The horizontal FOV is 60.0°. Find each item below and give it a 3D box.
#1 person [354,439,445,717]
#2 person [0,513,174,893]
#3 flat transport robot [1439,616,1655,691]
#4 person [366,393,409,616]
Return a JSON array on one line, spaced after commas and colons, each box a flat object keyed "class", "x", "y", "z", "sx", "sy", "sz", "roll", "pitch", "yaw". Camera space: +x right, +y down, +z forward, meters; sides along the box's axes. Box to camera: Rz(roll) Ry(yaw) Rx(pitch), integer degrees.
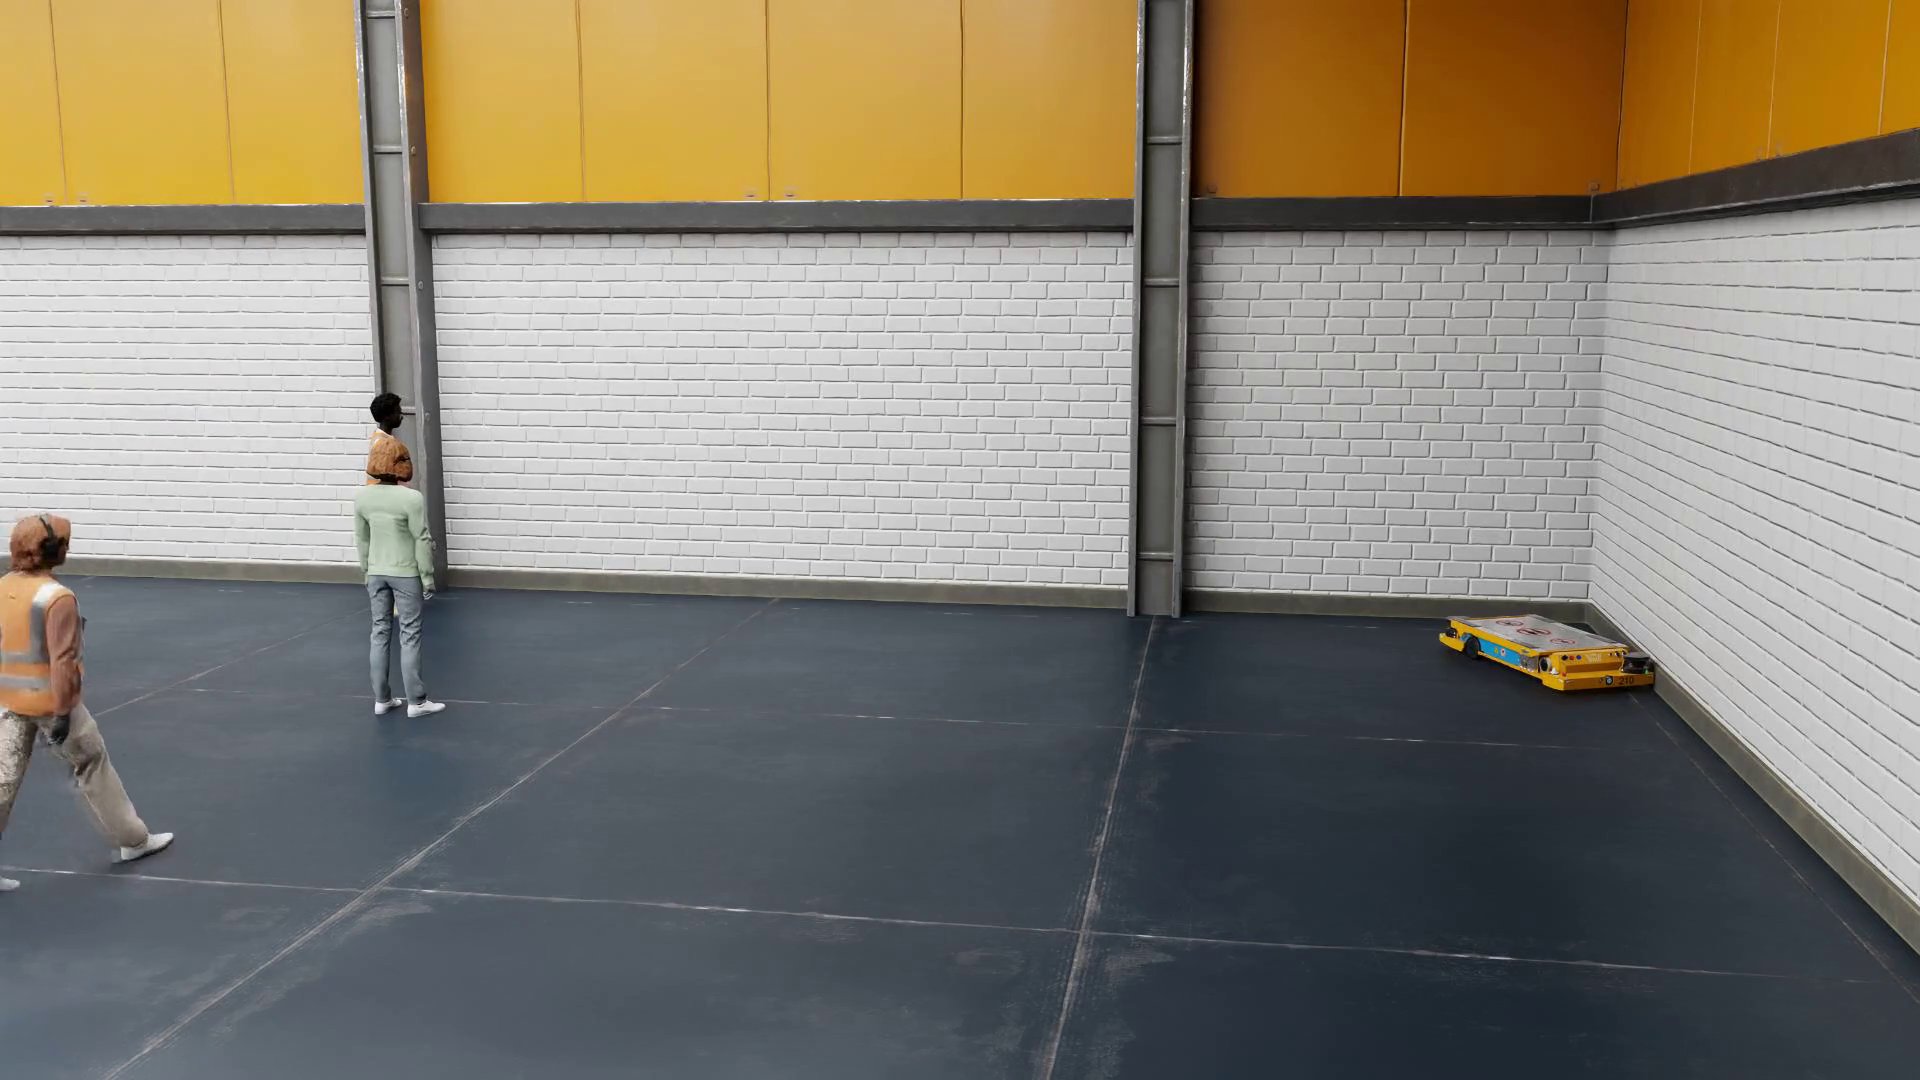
[{"class": "person", "x": -3.291, "y": 0.223, "z": 9.727, "sx": 0.500, "sy": 1.633, "sz": 0.281, "roll": 3, "pitch": 10, "yaw": 19}, {"class": "person", "x": -3.881, "y": 0.677, "z": 7.057, "sx": 0.523, "sy": 1.589, "sz": 0.883, "roll": 5, "pitch": 10, "yaw": 28}, {"class": "flat transport robot", "x": 3.814, "y": 0.711, "z": 10.904, "sx": 0.652, "sy": 0.197, "sz": 1.431, "roll": -2, "pitch": 10, "yaw": -15}, {"class": "person", "x": -4.330, "y": -0.267, "z": 12.580, "sx": 0.320, "sy": 1.689, "sz": 0.525, "roll": -3, "pitch": 10, "yaw": -19}]
